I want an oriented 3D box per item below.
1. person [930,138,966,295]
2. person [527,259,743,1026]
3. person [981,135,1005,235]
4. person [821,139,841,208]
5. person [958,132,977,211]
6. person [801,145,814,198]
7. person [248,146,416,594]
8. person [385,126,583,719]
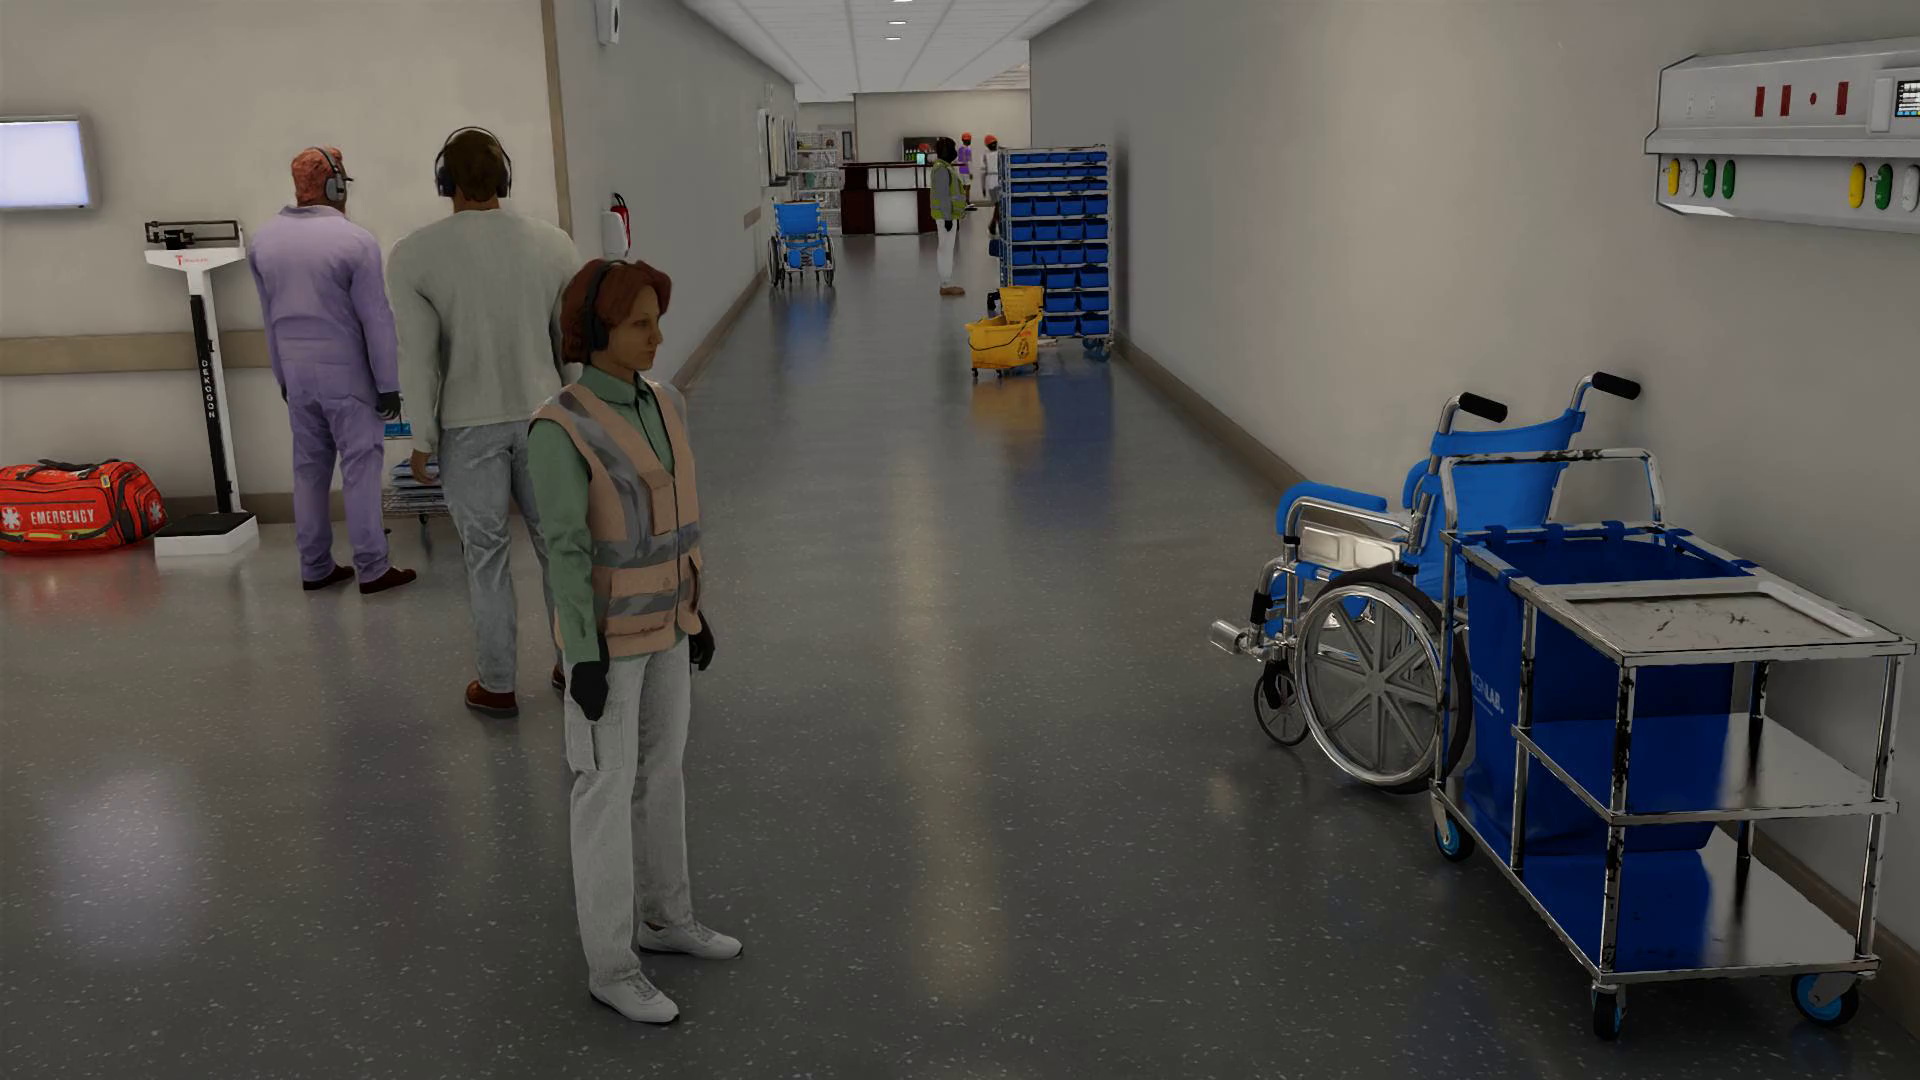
[{"bbox_3d":[-0.137,-3.851,19.839,0.429,1.846,0.625,-2,14,-1],"label":"person"},{"bbox_3d":[-0.714,0.217,3.623,0.307,1.637,0.512,3,15,20],"label":"person"},{"bbox_3d":[0.662,-6.760,31.648,0.553,1.876,0.973,3,15,20],"label":"person"},{"bbox_3d":[-3.432,-9.718,44.284,0.568,1.878,0.351,-13,18,-39],"label":"person"},{"bbox_3d":[0.171,-9.248,41.783,0.373,1.939,0.545,-9,15,-27],"label":"person"},{"bbox_3d":[-3.567,-8.245,38.503,0.385,1.754,0.531,-3,14,-6],"label":"person"},{"bbox_3d":[-2.657,-0.707,7.113,0.646,1.901,0.401,3,15,20],"label":"person"},{"bbox_3d":[-1.524,-0.370,5.499,0.629,1.940,0.376,-10,16,-30],"label":"person"}]
